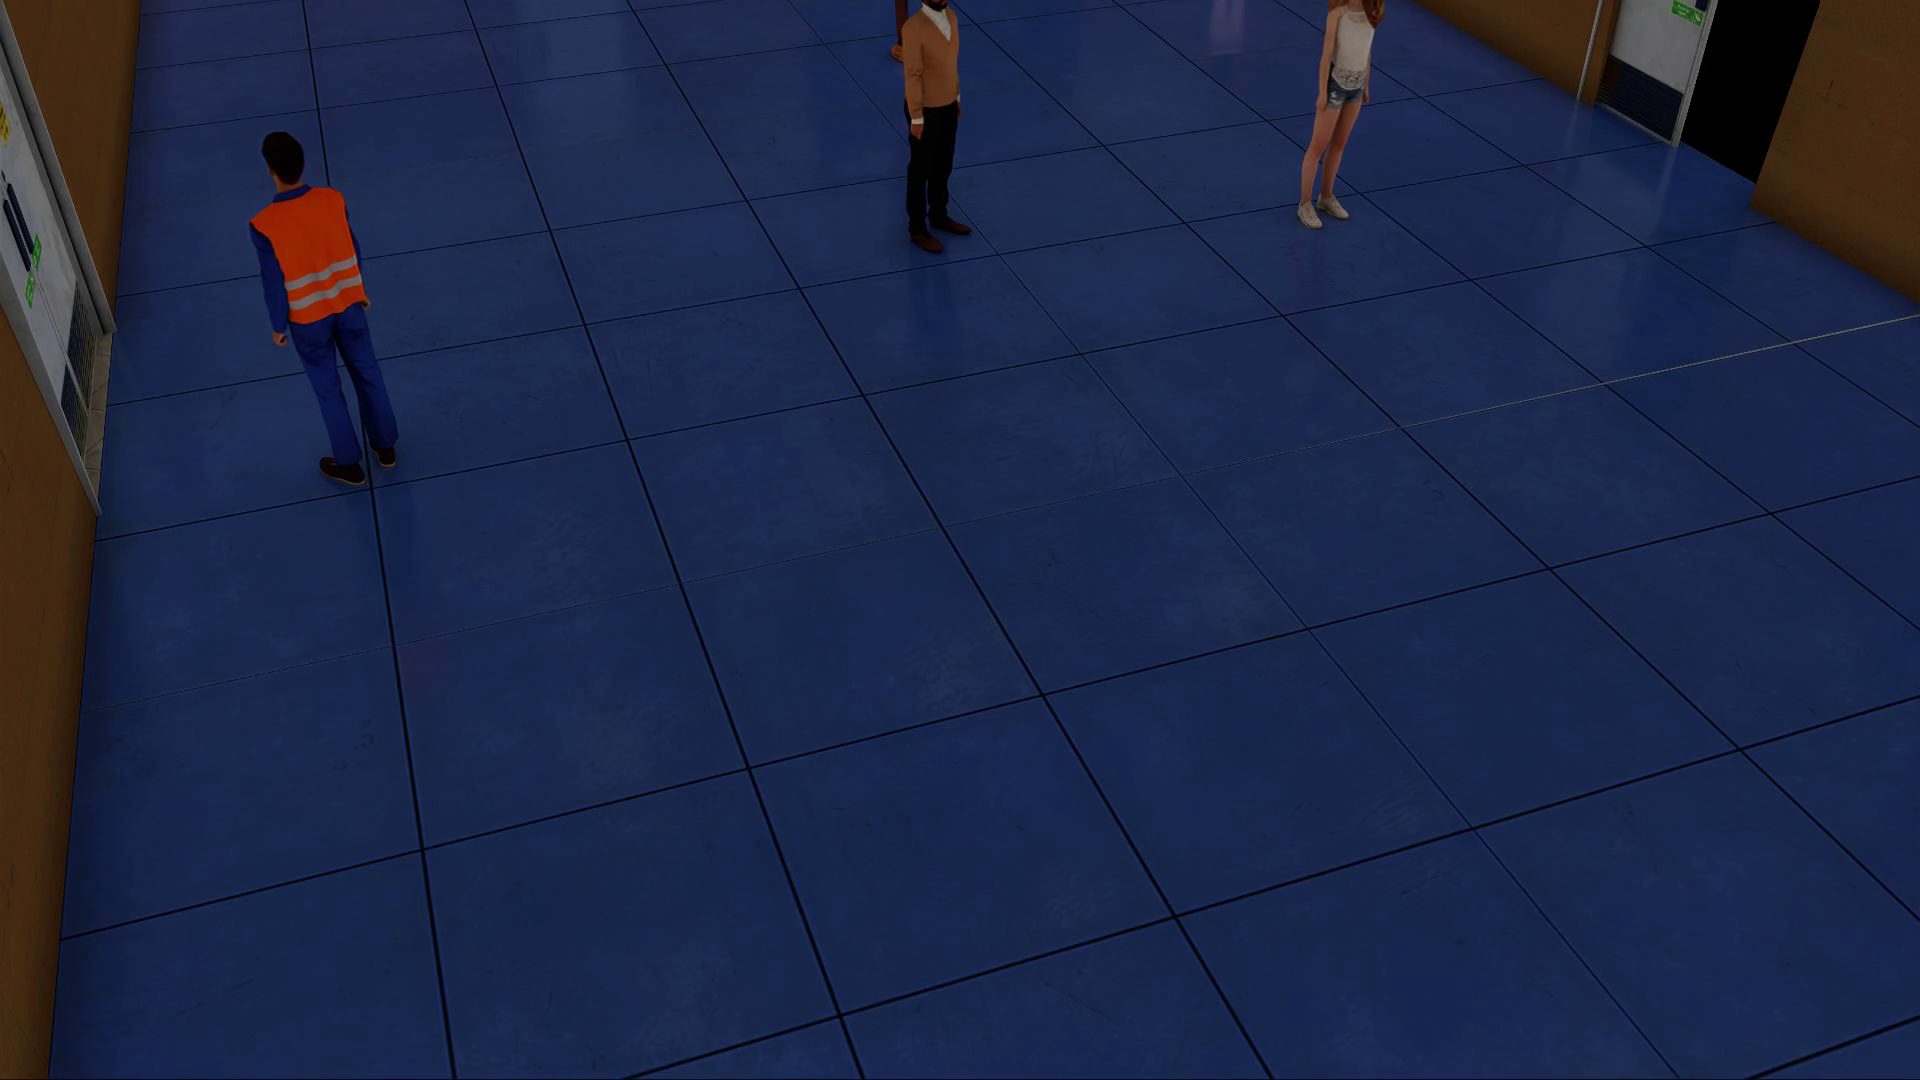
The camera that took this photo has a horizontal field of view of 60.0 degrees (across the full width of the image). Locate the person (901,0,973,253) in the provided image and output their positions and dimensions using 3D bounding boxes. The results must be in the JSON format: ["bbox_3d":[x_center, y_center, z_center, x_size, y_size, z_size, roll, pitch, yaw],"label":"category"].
[{"bbox_3d":[-0.173,-2.703,10.404,0.816,1.755,0.727,22,42,26],"label":"person"}]

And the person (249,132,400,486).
[{"bbox_3d":[-3.143,-1.128,8.214,0.838,1.864,0.719,28,45,32],"label":"person"}]

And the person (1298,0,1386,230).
[{"bbox_3d":[2.424,-2.879,10.634,0.492,1.759,0.659,-20,41,-24],"label":"person"}]
